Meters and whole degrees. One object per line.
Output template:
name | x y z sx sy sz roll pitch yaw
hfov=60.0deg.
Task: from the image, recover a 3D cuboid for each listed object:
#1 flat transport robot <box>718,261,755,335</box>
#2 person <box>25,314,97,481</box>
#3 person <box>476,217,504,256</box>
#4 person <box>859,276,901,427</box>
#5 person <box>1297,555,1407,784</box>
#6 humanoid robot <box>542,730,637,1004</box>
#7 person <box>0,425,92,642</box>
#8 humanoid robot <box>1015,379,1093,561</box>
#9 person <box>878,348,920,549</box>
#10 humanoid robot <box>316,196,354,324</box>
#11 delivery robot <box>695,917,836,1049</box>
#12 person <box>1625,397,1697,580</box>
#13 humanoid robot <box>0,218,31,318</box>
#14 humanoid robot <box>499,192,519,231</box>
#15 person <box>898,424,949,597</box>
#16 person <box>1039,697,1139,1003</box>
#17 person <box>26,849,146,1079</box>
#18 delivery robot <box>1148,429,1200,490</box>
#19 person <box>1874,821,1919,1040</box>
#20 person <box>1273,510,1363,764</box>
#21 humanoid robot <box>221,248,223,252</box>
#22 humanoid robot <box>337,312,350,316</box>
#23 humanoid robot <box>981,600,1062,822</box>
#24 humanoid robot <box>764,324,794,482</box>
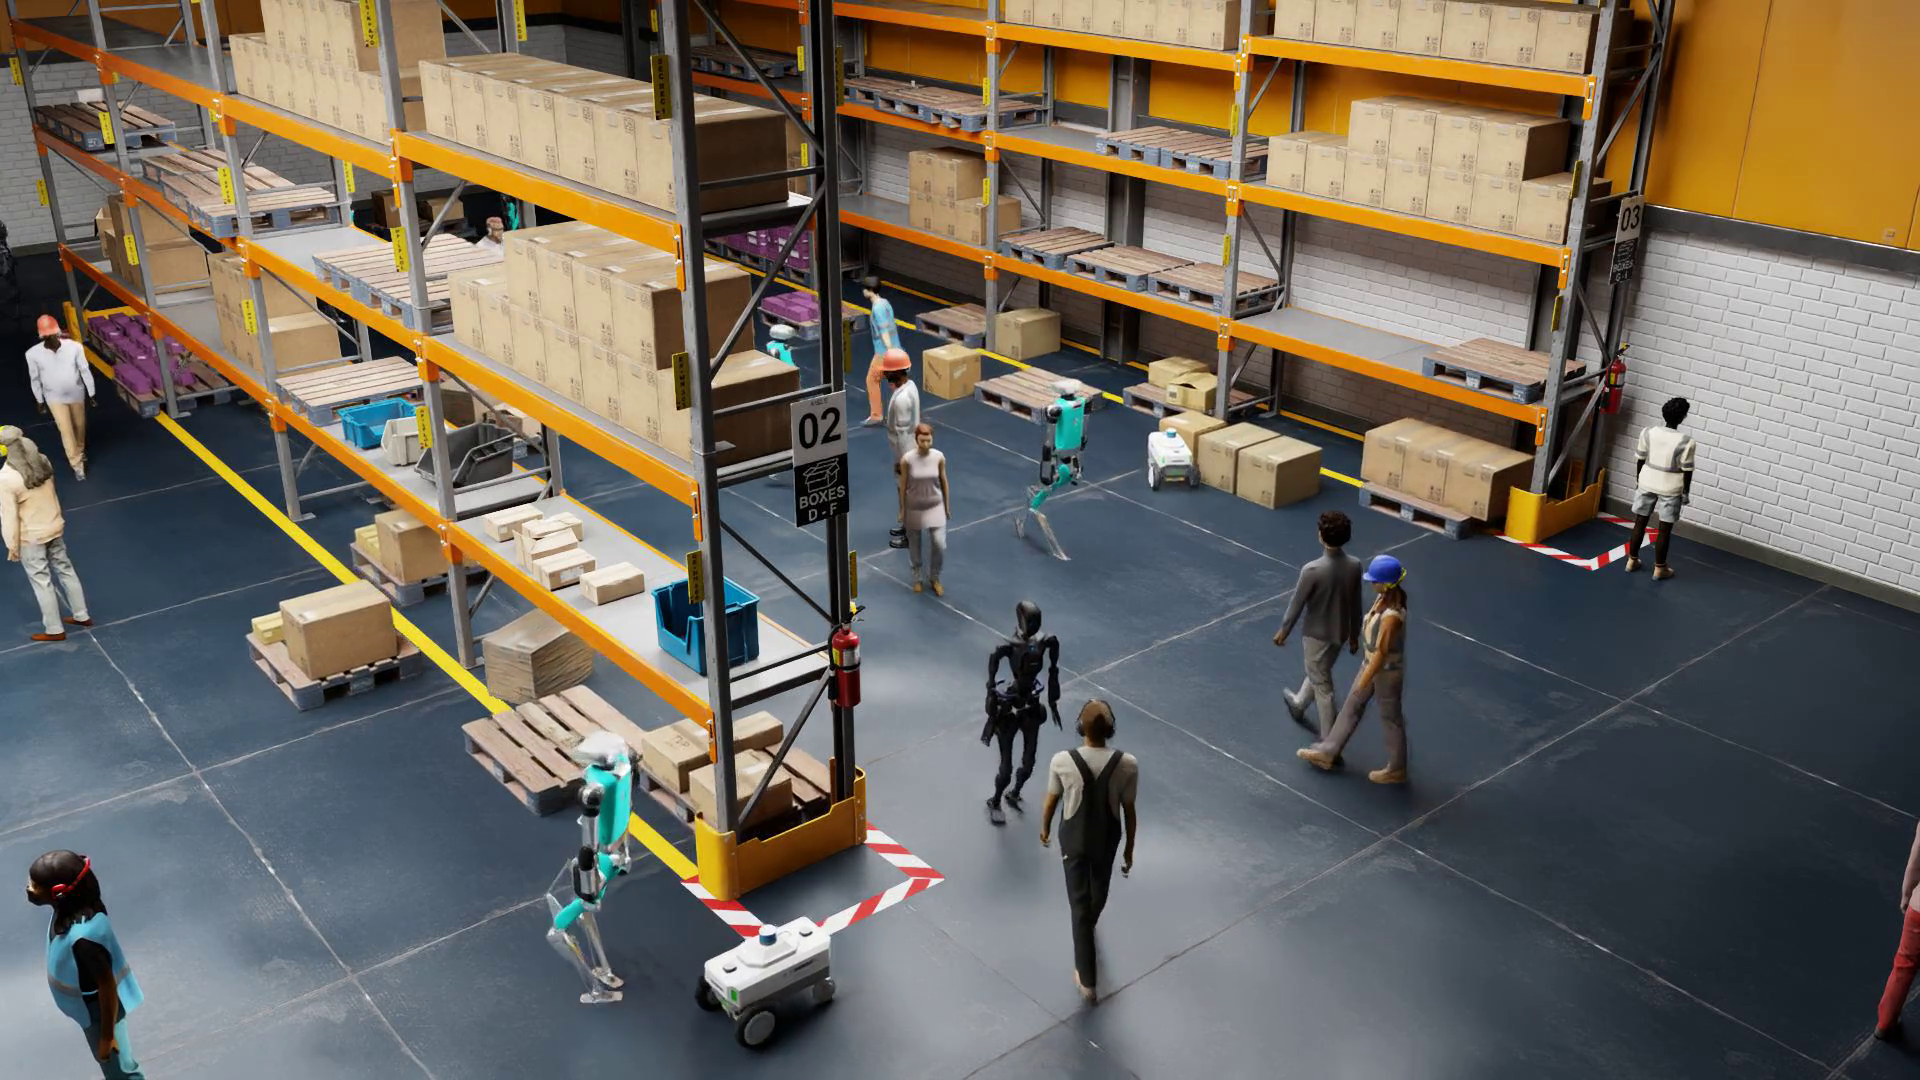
flat transport robot | -3.509 -2.794 22.114 1.431 0.231 0.659 10 25 21
person | -9.365 -1.545 17.389 0.567 1.713 0.844 -16 28 -32
person | -5.667 -3.080 20.732 0.646 1.886 0.680 13 27 28
person | -0.864 -2.106 18.694 0.708 1.715 0.529 4 24 9
person | 2.834 0.917 11.649 0.795 1.746 0.472 1 23 3
humanoid robot | -2.151 1.858 9.480 0.700 1.761 0.550 6 24 14
person | -7.656 -0.057 13.778 0.393 1.865 0.573 7 24 15
humanoid robot | 0.744 -0.699 15.453 0.546 1.790 0.914 -21 31 -39
person | -0.559 -0.864 15.563 0.390 1.927 0.539 1 23 3
humanoid robot | -8.528 -3.728 22.464 0.836 1.799 0.599 -12 26 -26
delivery robot | -1.105 2.491 9.528 0.807 0.606 0.499 -18 29 -36
person | 6.300 -0.468 14.925 0.316 1.696 0.539 -20 30 -39
humanoid robot | -13.116 -3.830 22.744 0.408 1.648 0.609 -8 25 -17
humanoid robot | -6.926 -5.118 25.608 0.559 1.765 0.741 6 24 13
person | -0.322 -0.270 14.552 0.449 1.623 0.514 -2 23 -5
person | 0.748 1.720 9.730 0.533 1.793 0.951 -1 23 -3
person | -4.258 2.334 8.225 0.398 1.866 0.528 -17 29 -34
delivery robot | 2.186 -0.843 17.258 0.499 0.613 0.811 -2 23 -5
person | 5.386 2.036 9.052 0.336 1.757 0.516 -20 30 -38
person | 2.607 0.646 12.152 0.562 1.848 0.969 -9 25 -20
humanoid robot | -9.644 -3.717 22.468 0.601 1.640 0.412 -21 31 -39
humanoid robot | -8.657 -3.924 22.955 0.398 1.655 0.615 8 25 18
humanoid robot | 0.407 1.142 11.245 0.587 1.646 0.366 -12 26 -25
humanoid robot | -1.578 -1.312 16.863 1.035 1.754 0.550 3 24 8
